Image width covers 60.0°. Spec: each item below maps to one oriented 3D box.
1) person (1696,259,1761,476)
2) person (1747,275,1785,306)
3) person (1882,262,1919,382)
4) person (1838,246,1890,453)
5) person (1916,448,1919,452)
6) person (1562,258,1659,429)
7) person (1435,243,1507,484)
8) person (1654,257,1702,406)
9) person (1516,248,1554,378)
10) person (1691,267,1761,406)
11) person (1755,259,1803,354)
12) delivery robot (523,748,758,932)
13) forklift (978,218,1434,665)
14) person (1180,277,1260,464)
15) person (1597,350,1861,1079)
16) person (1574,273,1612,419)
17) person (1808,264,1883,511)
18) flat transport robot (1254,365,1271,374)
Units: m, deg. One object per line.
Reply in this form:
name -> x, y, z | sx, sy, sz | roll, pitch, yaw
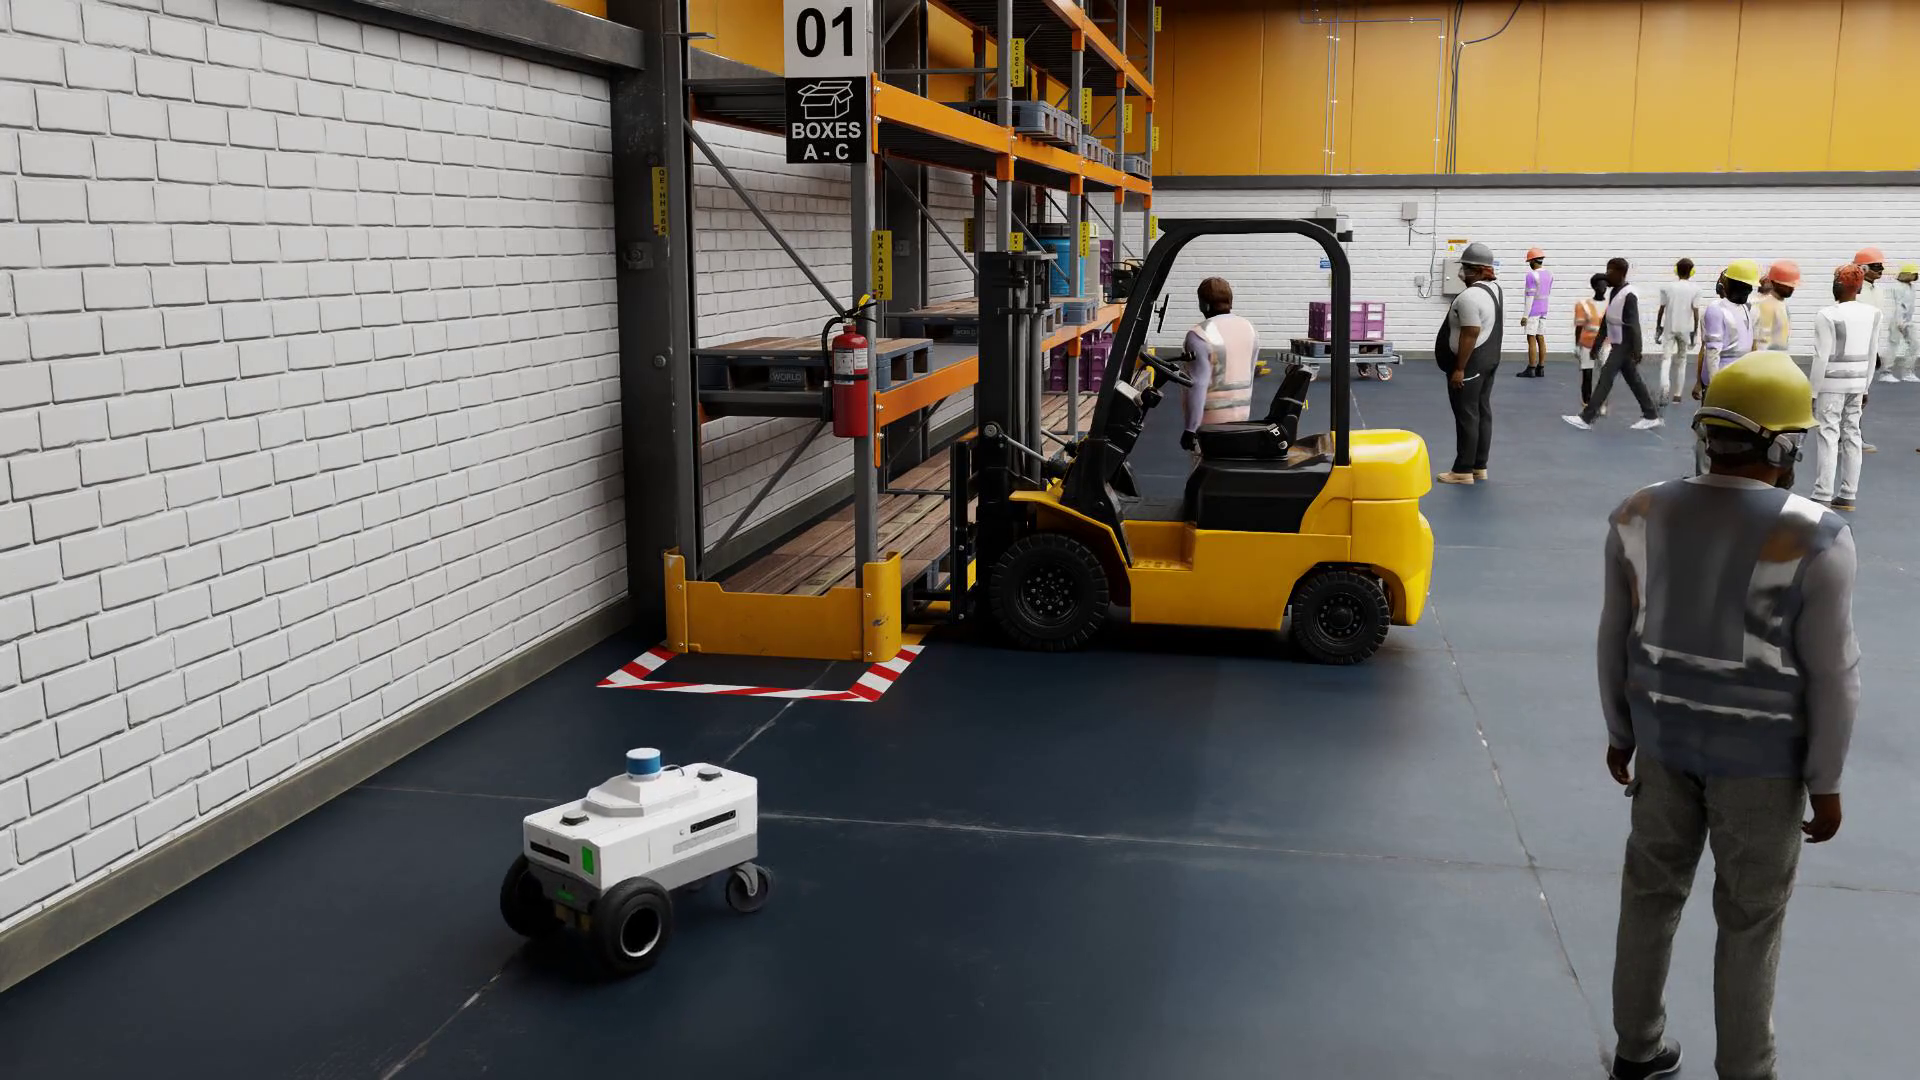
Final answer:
person -> 6.117, -1.269, 13.240 | 0.586, 1.917, 0.381 | -10, 14, -43
person -> 10.191, -2.553, 21.126 | 0.530, 1.612, 0.749 | 3, 11, 17
person -> 13.603, -3.114, 23.870 | 0.503, 1.721, 0.638 | -6, 12, -30
person -> 8.715, -1.834, 16.118 | 0.621, 1.997, 0.372 | -6, 12, -30
person -> 9.580, -1.780, 16.073 | 0.651, 1.906, 0.402 | -4, 11, -23
person -> 7.153, -2.118, 18.059 | 1.078, 1.865, 0.613 | 1, 10, 5
person -> 4.329, -1.507, 14.209 | 0.539, 2.000, 0.688 | 8, 13, 38
person -> 8.938, -2.599, 20.743 | 0.519, 1.846, 0.814 | 5, 11, 23
person -> 8.558, -3.382, 24.795 | 0.543, 1.928, 0.372 | -8, 13, -36
person -> 6.294, -1.319, 13.712 | 0.508, 1.846, 0.345 | -1, 10, -6
person -> 6.888, -1.436, 14.188 | 0.470, 1.904, 0.641 | 8, 13, 38
delivery robot -> -0.943, 0.869, 5.000 | 0.477, 0.478, 0.707 | 8, 13, 39
forklift -> 1.285, -0.567, 8.635 | 2.313, 2.155, 1.214 | 2, 11, 11
person -> 1.622, -0.749, 10.612 | 0.623, 1.840, 0.430 | -9, 14, -42
person -> 1.804, 0.472, 3.927 | 0.403, 1.831, 0.596 | -8, 13, -36
person -> 7.330, -2.229, 19.161 | 0.536, 1.683, 0.375 | 1, 10, 8
person -> 6.676, -1.141, 12.637 | 0.575, 1.882, 0.355 | -3, 11, -18
flat transport robot -> 4.016, -2.562, 24.847 | 0.652, 0.197, 1.431 | 8, 13, 37
